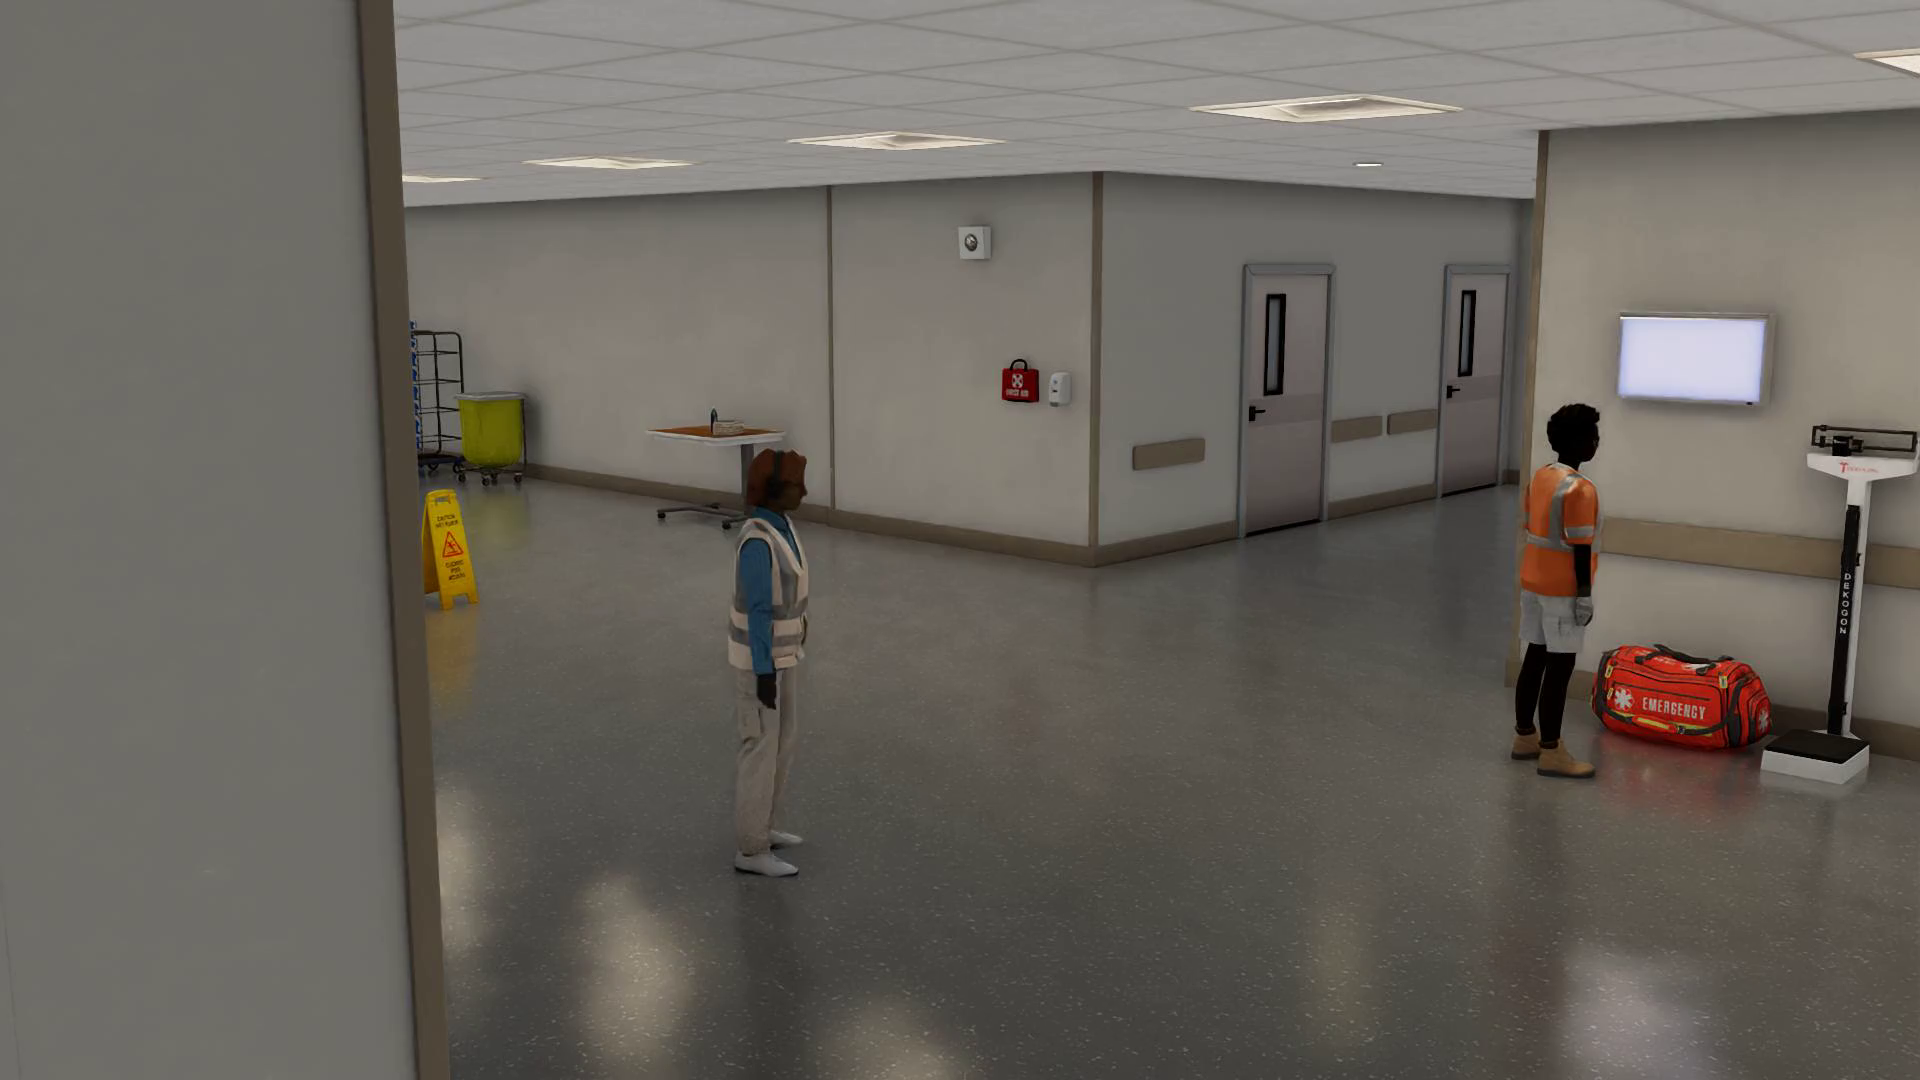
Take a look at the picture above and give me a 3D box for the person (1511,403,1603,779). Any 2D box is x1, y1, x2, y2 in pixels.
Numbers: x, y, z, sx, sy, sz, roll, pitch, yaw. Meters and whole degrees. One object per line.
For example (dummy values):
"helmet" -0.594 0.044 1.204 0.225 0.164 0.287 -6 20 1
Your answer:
"person" 2.740 0.223 7.593 0.318 1.695 0.539 -1 9 -5

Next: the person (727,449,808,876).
"person" -0.726 0.466 6.329 0.321 1.628 0.564 1 9 7
